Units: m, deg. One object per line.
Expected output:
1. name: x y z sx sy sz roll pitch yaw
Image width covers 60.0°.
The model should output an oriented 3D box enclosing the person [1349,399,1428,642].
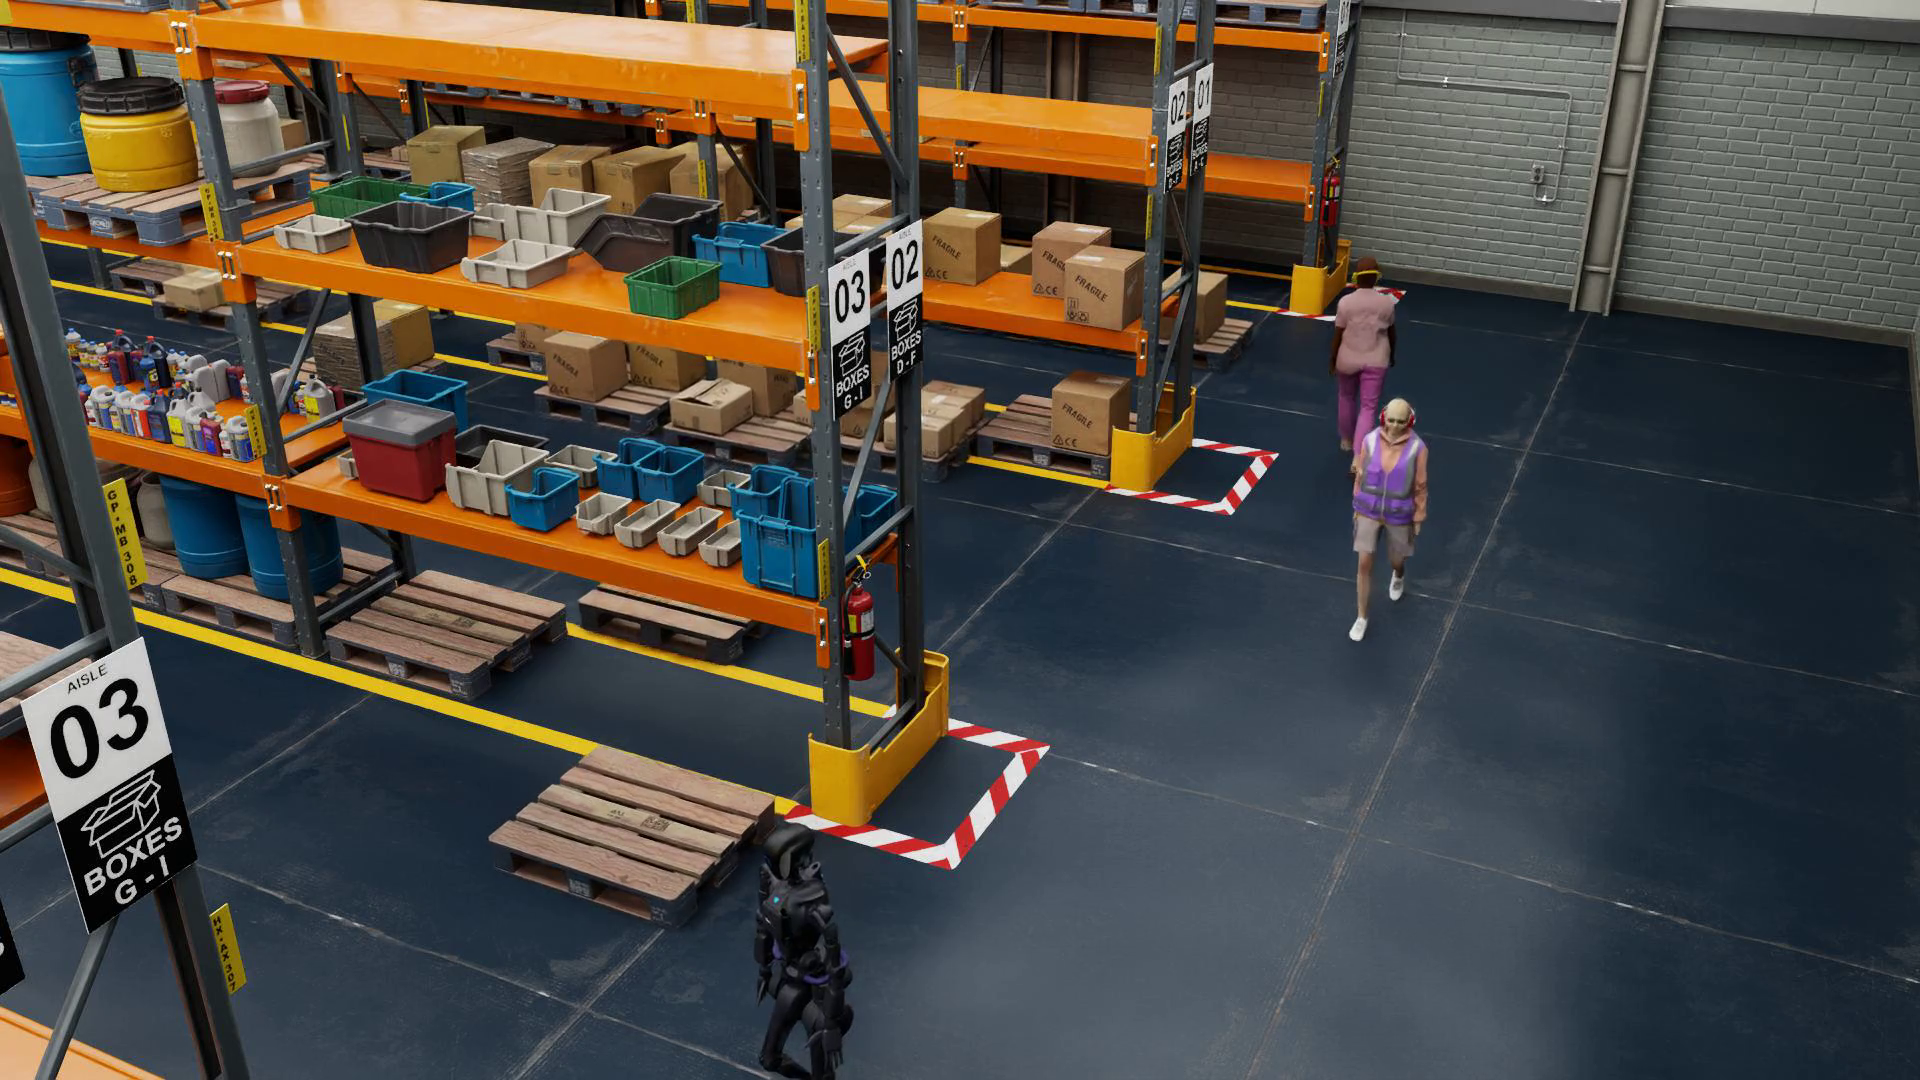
1. person: 2.870 -0.191 11.109 0.498 1.670 0.726 11 28 20

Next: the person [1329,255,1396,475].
1. person: 3.262 -1.425 13.503 0.514 1.759 0.916 7 27 14

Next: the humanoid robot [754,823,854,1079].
1. humanoid robot: -0.632 1.871 6.929 0.369 1.647 0.586 -23 34 -38
